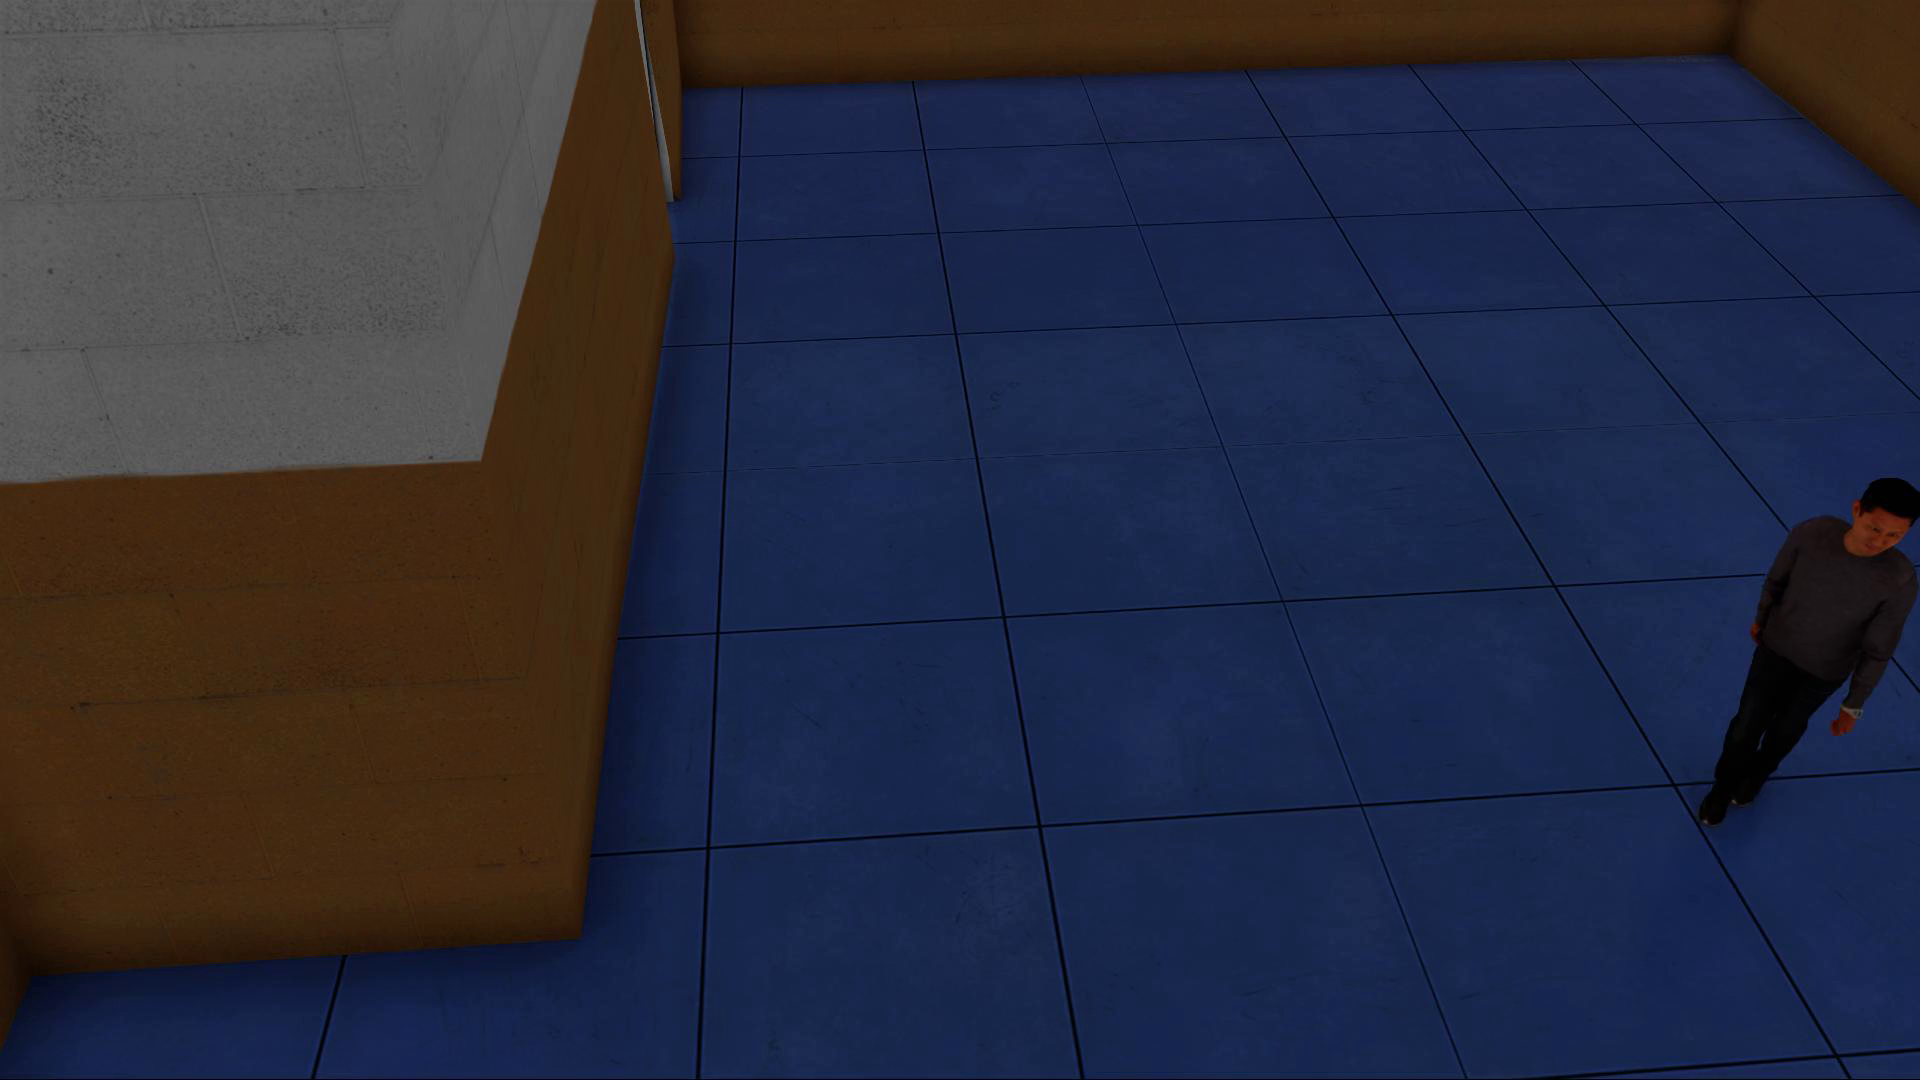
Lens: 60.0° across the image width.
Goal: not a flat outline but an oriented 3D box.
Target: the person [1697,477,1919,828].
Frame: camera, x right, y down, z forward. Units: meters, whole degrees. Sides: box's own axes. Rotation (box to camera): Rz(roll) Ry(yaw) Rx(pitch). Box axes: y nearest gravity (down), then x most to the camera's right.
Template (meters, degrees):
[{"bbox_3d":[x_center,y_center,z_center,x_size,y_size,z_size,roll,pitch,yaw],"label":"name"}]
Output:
[{"bbox_3d":[3.224,0.398,6.304,0.913,1.731,0.855,-17,40,-21],"label":"person"}]
